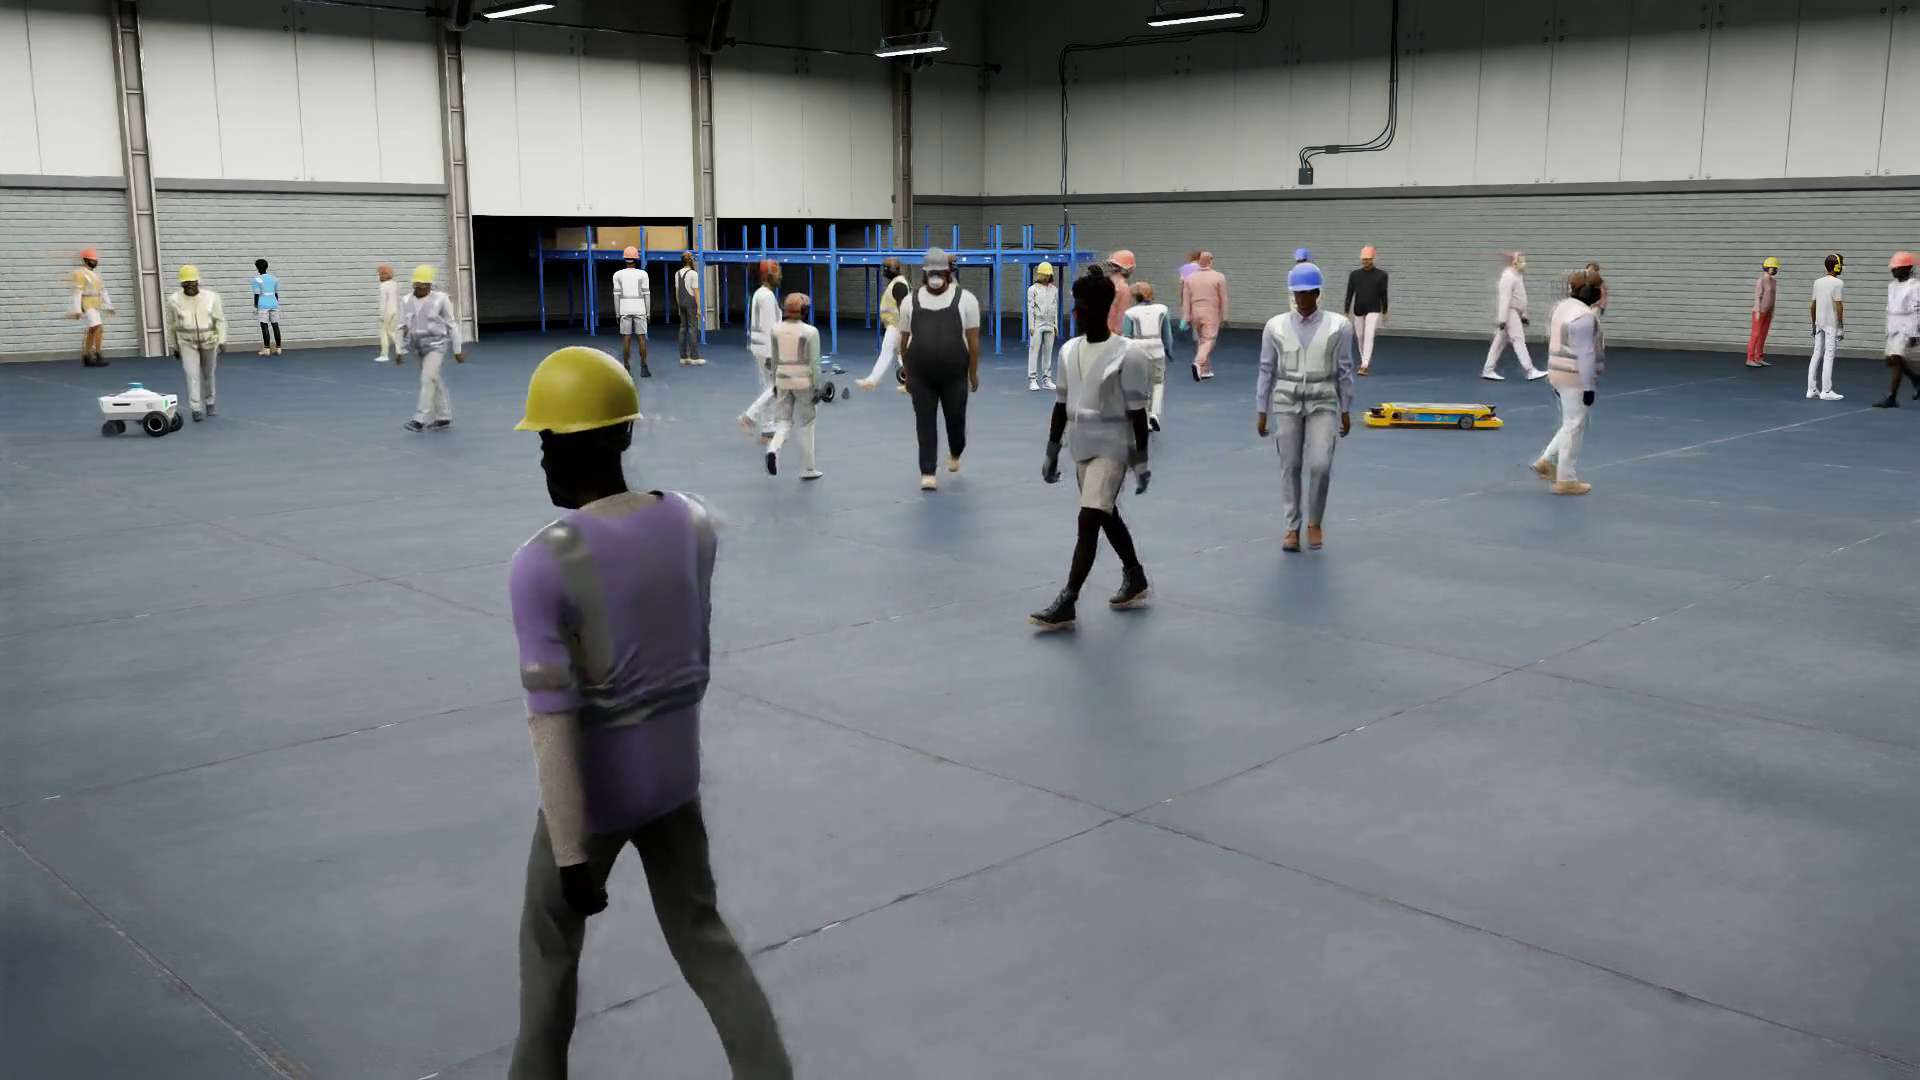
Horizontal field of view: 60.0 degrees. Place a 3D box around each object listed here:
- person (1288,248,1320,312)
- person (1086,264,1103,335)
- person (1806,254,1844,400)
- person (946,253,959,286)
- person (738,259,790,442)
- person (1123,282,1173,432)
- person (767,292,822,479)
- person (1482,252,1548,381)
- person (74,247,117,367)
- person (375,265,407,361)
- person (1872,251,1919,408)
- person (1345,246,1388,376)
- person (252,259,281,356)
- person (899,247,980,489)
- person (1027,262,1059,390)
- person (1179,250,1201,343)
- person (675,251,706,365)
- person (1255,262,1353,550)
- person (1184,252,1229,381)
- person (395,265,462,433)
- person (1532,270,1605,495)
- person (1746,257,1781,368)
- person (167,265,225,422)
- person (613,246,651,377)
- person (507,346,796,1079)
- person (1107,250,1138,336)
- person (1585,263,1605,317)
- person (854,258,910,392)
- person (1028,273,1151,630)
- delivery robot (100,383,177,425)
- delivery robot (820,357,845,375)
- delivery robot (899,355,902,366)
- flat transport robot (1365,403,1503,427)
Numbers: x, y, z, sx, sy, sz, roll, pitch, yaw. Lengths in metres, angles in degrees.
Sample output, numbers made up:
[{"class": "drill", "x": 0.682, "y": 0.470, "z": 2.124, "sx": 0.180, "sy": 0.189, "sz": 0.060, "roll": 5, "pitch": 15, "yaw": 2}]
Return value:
[{"class": "person", "x": 5.799, "y": -3.924, "z": 27.810, "sx": 0.926, "sy": 1.914, "sz": 0.620, "roll": -10, "pitch": 14, "yaw": -44}, {"class": "person", "x": 1.916, "y": -3.075, "z": 23.738, "sx": 0.318, "sy": 1.697, "sz": 0.535, "roll": -3, "pitch": 11, "yaw": -16}, {"class": "person", "x": 11.278, "y": -2.771, "z": 21.601, "sx": 0.329, "sy": 1.873, "sz": 0.515, "roll": -3, "pitch": 11, "yaw": -16}, {"class": "person", "x": -0.182, "y": -3.419, "z": 25.219, "sx": 0.429, "sy": 1.839, "sz": 0.633, "roll": 2, "pitch": 11, "yaw": 11}, {"class": "person", "x": -1.980, "y": -1.923, "z": 16.988, "sx": 0.467, "sy": 1.866, "sz": 0.604, "roll": -2, "pitch": 11, "yaw": -11}, {"class": "person", "x": 2.023, "y": -1.953, "z": 17.830, "sx": 0.582, "sy": 1.610, "sz": 0.477, "roll": -2, "pitch": 11, "yaw": -12}, {"class": "person", "x": -1.437, "y": -1.319, "z": 14.354, "sx": 0.533, "sy": 1.624, "sz": 0.532, "roll": 5, "pitch": 12, "yaw": 25}, {"class": "person", "x": 8.094, "y": -3.234, "z": 24.136, "sx": 0.975, "sy": 1.855, "sz": 0.660, "roll": 5, "pitch": 11, "yaw": 24}, {"class": "person", "x": -13.897, "y": -3.744, "z": 26.780, "sx": 0.721, "sy": 1.907, "sz": 0.561, "roll": 0, "pitch": 10, "yaw": 2}, {"class": "person", "x": -9.690, "y": -3.818, "z": 28.027, "sx": 0.430, "sy": 1.609, "sz": 0.523, "roll": 1, "pitch": 10, "yaw": 7}, {"class": "person", "x": 11.739, "y": -2.607, "z": 20.603, "sx": 0.703, "sy": 1.919, "sz": 0.551, "roll": -1, "pitch": 10, "yaw": -6}, {"class": "person", "x": 6.262, "y": -3.544, "z": 25.604, "sx": 0.636, "sy": 1.959, "sz": 0.984, "roll": 5, "pitch": 12, "yaw": 27}, {"class": "person", "x": -12.249, "y": -4.106, "z": 29.369, "sx": 0.321, "sy": 1.692, "sz": 0.529, "roll": 6, "pitch": 12, "yaw": 28}, {"class": "person", "x": -0.178, "y": -1.462, "z": 14.114, "sx": 0.693, "sy": 2.000, "sz": 0.765, "roll": 1, "pitch": 10, "yaw": 5}, {"class": "person", "x": 1.151, "y": -2.947, "z": 22.910, "sx": 0.486, "sy": 1.745, "sz": 0.293, "roll": -7, "pitch": 12, "yaw": -32}, {"class": "person", "x": 4.557, "y": -4.787, "z": 32.736, "sx": 0.600, "sy": 1.817, "sz": 0.690, "roll": 6, "pitch": 12, "yaw": 29}, {"class": "person", "x": -4.443, "y": -3.806, "z": 27.314, "sx": 0.507, "sy": 1.846, "sz": 0.343, "roll": 8, "pitch": 13, "yaw": 36}, {"class": "person", "x": 2.284, "y": -0.875, "z": 11.096, "sx": 0.639, "sy": 1.925, "sz": 0.518, "roll": 3, "pitch": 11, "yaw": 17}, {"class": "person", "x": 3.593, "y": -3.291, "z": 24.441, "sx": 0.639, "sy": 1.875, "sz": 0.872, "roll": 7, "pitch": 13, "yaw": 35}, {"class": "person", "x": -5.765, "y": -2.041, "z": 17.846, "sx": 0.599, "sy": 1.782, "sz": 0.852, "roll": 5, "pitch": 11, "yaw": 24}, {"class": "person", "x": 5.062, "y": -1.296, "z": 13.671, "sx": 0.433, "sy": 1.829, "sz": 0.648, "roll": 0, "pitch": 10, "yaw": 3}, {"class": "person", "x": 13.013, "y": -3.679, "z": 26.871, "sx": 0.529, "sy": 1.760, "sz": 0.348, "roll": -8, "pitch": 13, "yaw": -36}, {"class": "person", "x": -8.857, "y": -2.300, "z": 19.319, "sx": 0.585, "sy": 1.782, "sz": 0.966, "roll": -6, "pitch": 12, "yaw": -28}, {"class": "person", "x": -4.916, "y": -3.427, "z": 24.993, "sx": 0.543, "sy": 1.939, "sz": 0.362, "roll": 0, "pitch": 10, "yaw": -2}, {"class": "person", "x": -0.709, "y": 0.518, "z": 3.643, "sx": 0.970, "sy": 1.886, "sz": 0.588, "roll": 8, "pitch": 13, "yaw": 36}, {"class": "person", "x": 1.678, "y": -2.280, "z": 18.709, "sx": 0.926, "sy": 1.962, "sz": 0.614, "roll": -6, "pitch": 12, "yaw": -28}, {"class": "person", "x": 11.350, "y": -4.189, "z": 30.089, "sx": 0.861, "sy": 1.596, "sz": 0.524, "roll": -10, "pitch": 15, "yaw": -44}, {"class": "person", "x": -0.982, "y": -2.885, "z": 22.415, "sx": 0.964, "sy": 1.794, "sz": 0.650, "roll": -2, "pitch": 11, "yaw": -9}, {"class": "person", "x": 0.761, "y": -0.509, "z": 9.163, "sx": 1.020, "sy": 1.915, "sz": 0.631, "roll": -8, "pitch": 13, "yaw": -38}, {"class": "delivery robot", "x": -8.779, "y": -1.438, "z": 17.782, "sx": 0.707, "sy": 0.478, "sz": 0.477, "roll": -1, "pitch": 11, "yaw": -7}, {"class": "delivery robot", "x": -1.764, "y": -2.263, "z": 21.574, "sx": 0.335, "sy": 0.223, "sz": 0.698, "roll": 6, "pitch": 12, "yaw": 31}, {"class": "delivery robot", "x": -0.513, "y": -2.576, "z": 23.981, "sx": 0.707, "sy": 0.478, "sz": 0.477, "roll": 2, "pitch": 10, "yaw": 11}, {"class": "flat transport robot", "x": 5.304, "y": -1.408, "z": 18.650, "sx": 1.431, "sy": 0.197, "sz": 0.652, "roll": 2, "pitch": 10, "yaw": 8}]
